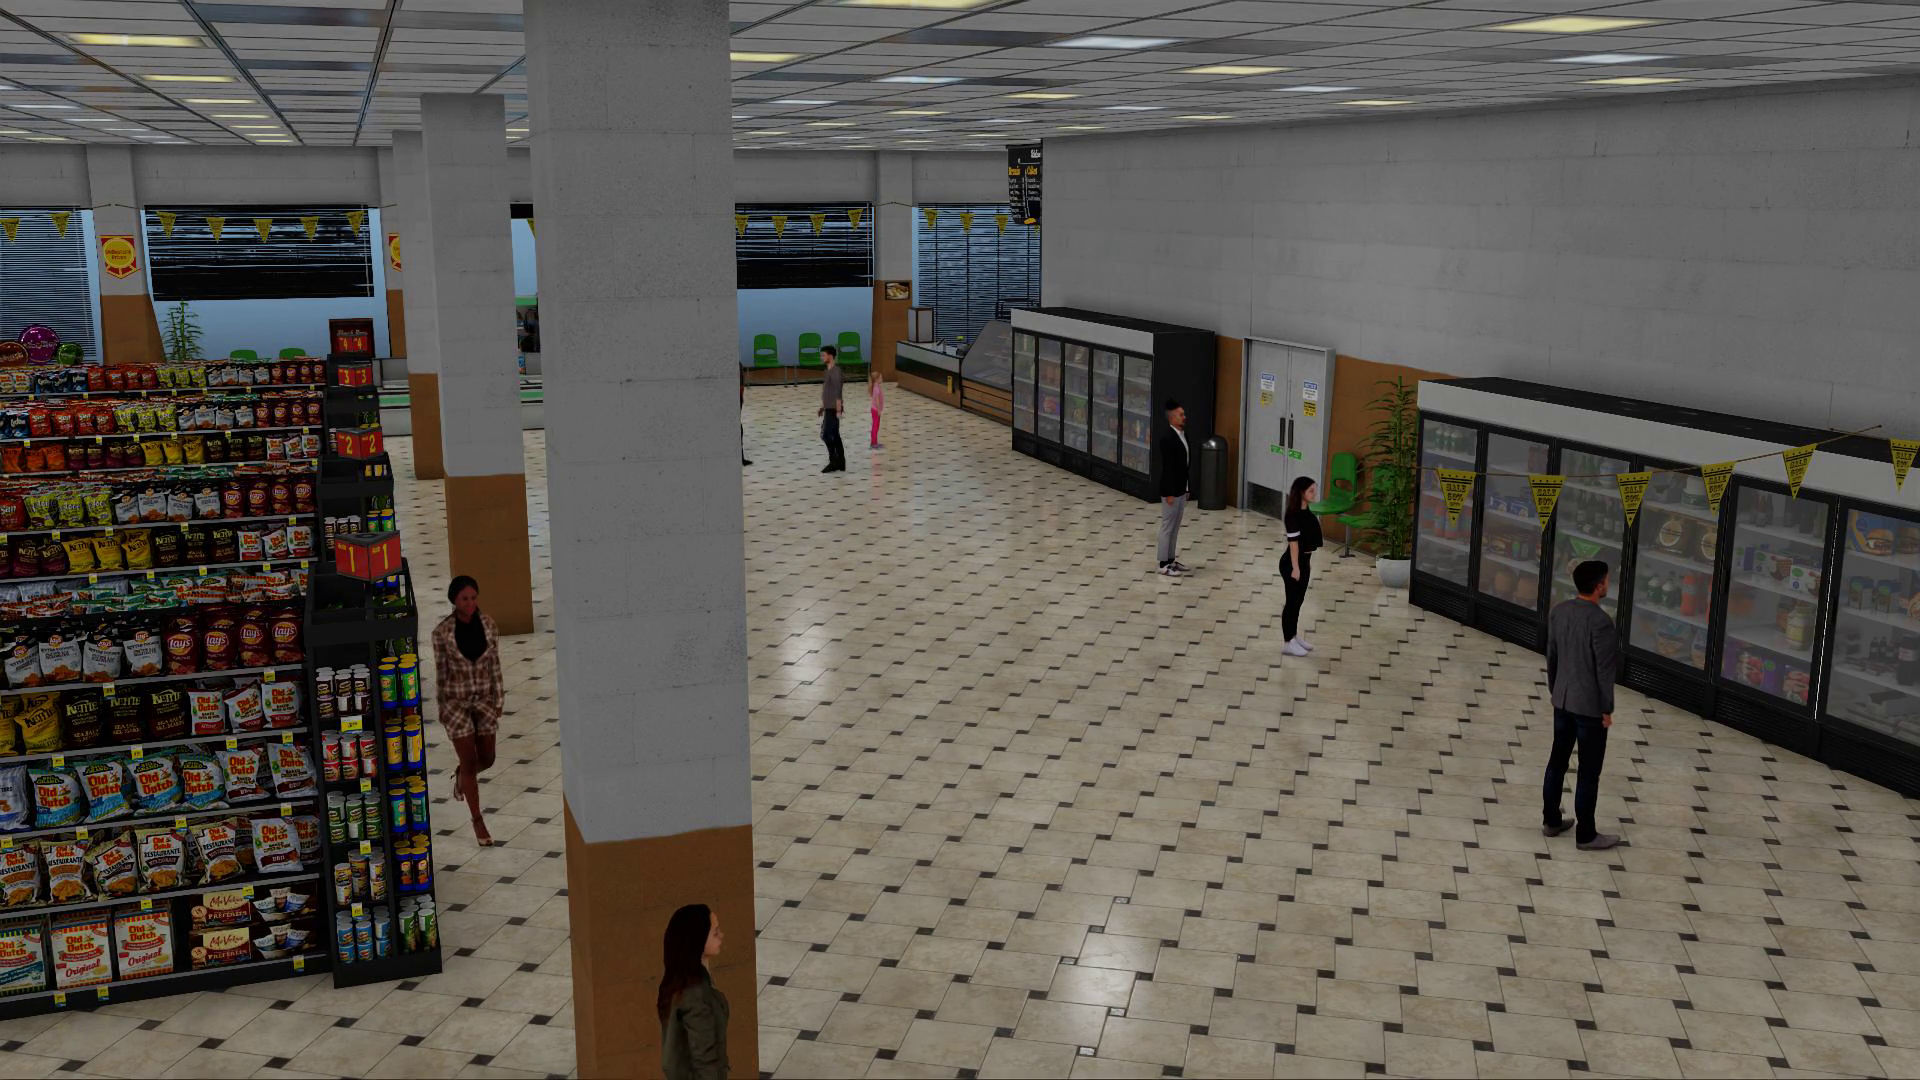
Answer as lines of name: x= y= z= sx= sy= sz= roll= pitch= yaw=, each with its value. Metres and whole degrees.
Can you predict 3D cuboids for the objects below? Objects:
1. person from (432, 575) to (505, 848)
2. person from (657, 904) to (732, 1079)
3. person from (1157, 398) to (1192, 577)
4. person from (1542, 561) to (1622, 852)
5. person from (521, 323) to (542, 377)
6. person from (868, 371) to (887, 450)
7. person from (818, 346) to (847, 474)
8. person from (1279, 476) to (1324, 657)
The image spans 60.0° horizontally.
person: x=-3.206 y=1.081 z=10.760 sx=0.887 sy=1.776 sz=0.771 roll=-8 pitch=14 yaw=-33
person: x=-1.076 y=2.142 z=6.484 sx=0.905 sy=1.461 sz=0.678 roll=-2 pitch=12 yaw=-10
person: x=2.349 y=-0.599 z=18.318 sx=0.853 sy=1.950 sz=0.778 roll=6 pitch=13 yaw=27
person: x=3.999 y=1.044 z=10.698 sx=0.632 sy=1.874 sz=0.704 roll=-6 pitch=13 yaw=-26
person: x=-8.135 y=-3.301 z=31.931 sx=1.066 sy=1.627 sz=1.108 roll=10 pitch=15 yaw=39
person: x=-1.375 y=-2.133 z=27.251 sx=0.528 sy=1.270 sz=0.511 roll=-2 pitch=12 yaw=-9
person: x=-1.817 y=-1.954 z=24.906 sx=0.665 sy=1.886 sz=0.703 roll=-3 pitch=12 yaw=-15
person: x=3.078 y=0.222 z=15.170 sx=0.770 sy=1.641 sz=0.708 roll=6 pitch=13 yaw=26
